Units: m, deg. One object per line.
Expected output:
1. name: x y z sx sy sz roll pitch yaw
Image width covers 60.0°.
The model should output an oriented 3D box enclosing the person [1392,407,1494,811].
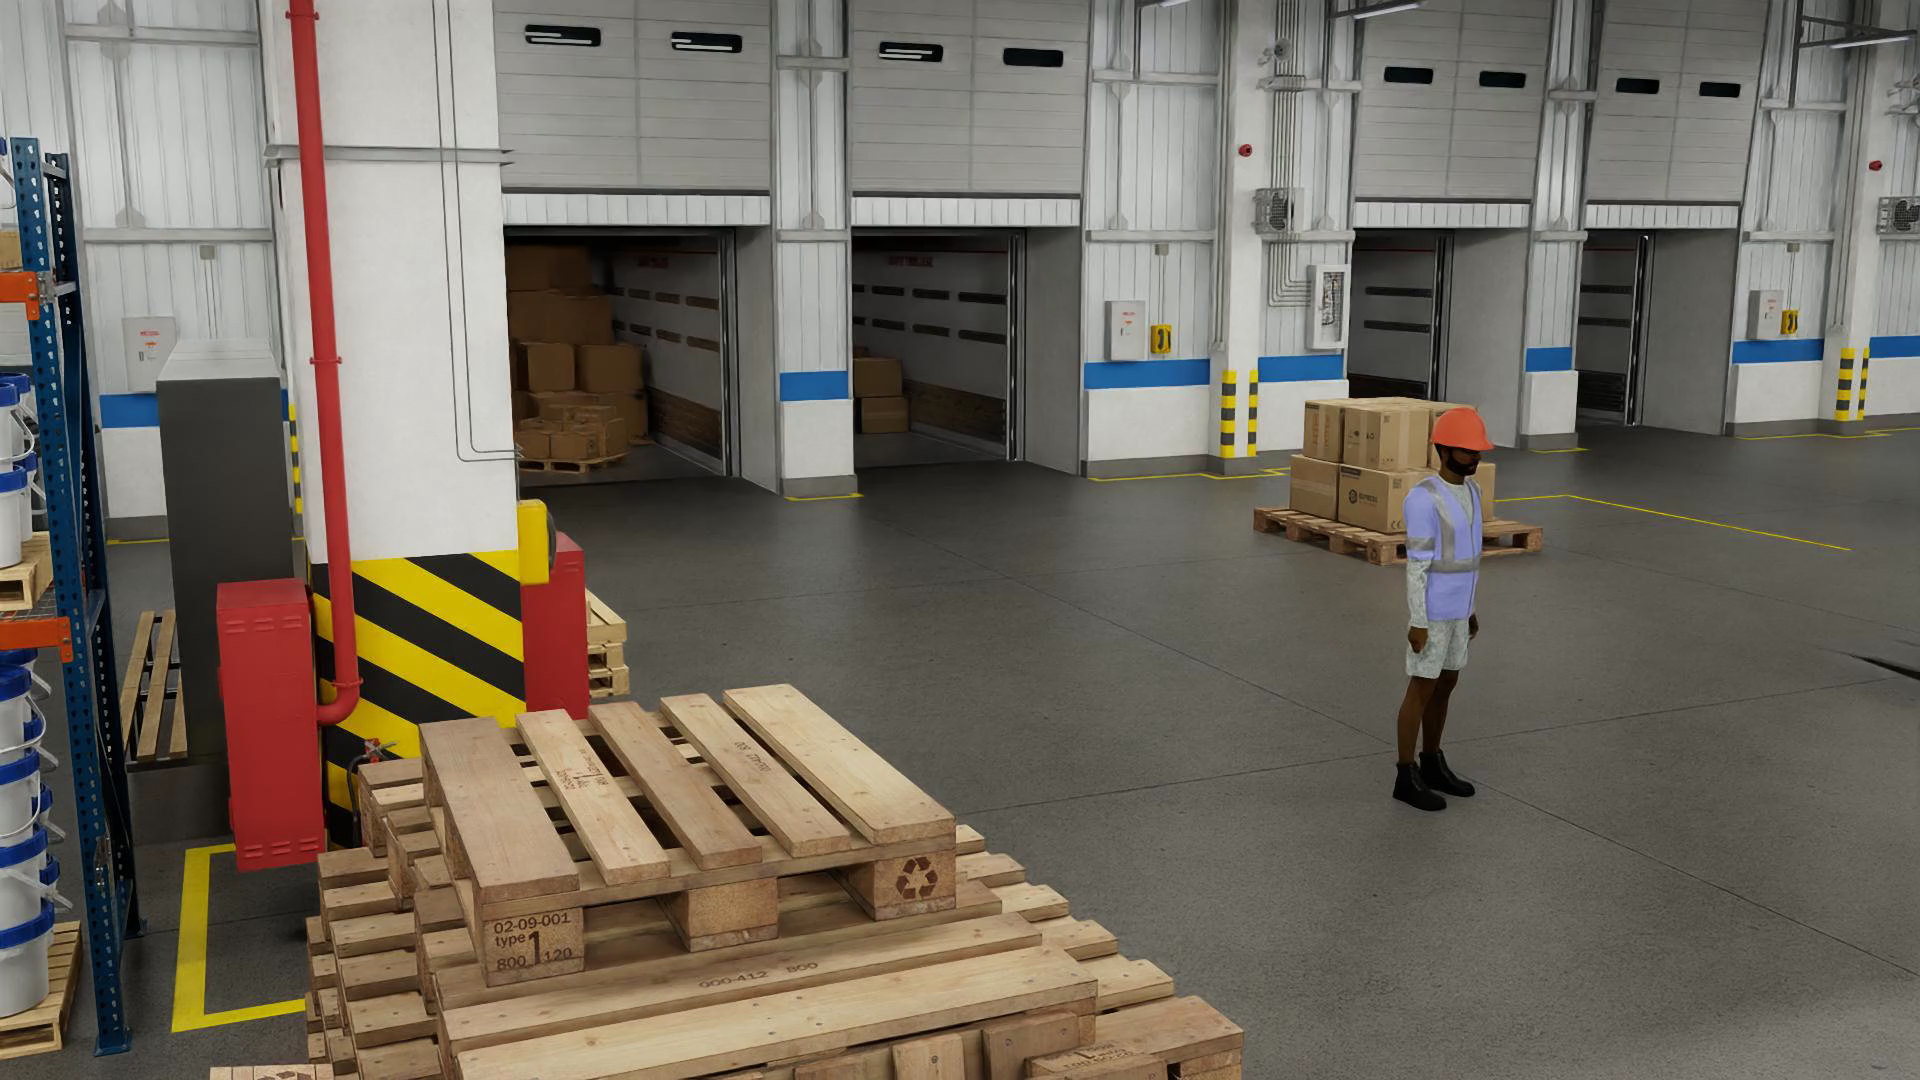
1. person: 2.347 0.325 7.998 0.551 1.935 0.375 -10 14 -44
